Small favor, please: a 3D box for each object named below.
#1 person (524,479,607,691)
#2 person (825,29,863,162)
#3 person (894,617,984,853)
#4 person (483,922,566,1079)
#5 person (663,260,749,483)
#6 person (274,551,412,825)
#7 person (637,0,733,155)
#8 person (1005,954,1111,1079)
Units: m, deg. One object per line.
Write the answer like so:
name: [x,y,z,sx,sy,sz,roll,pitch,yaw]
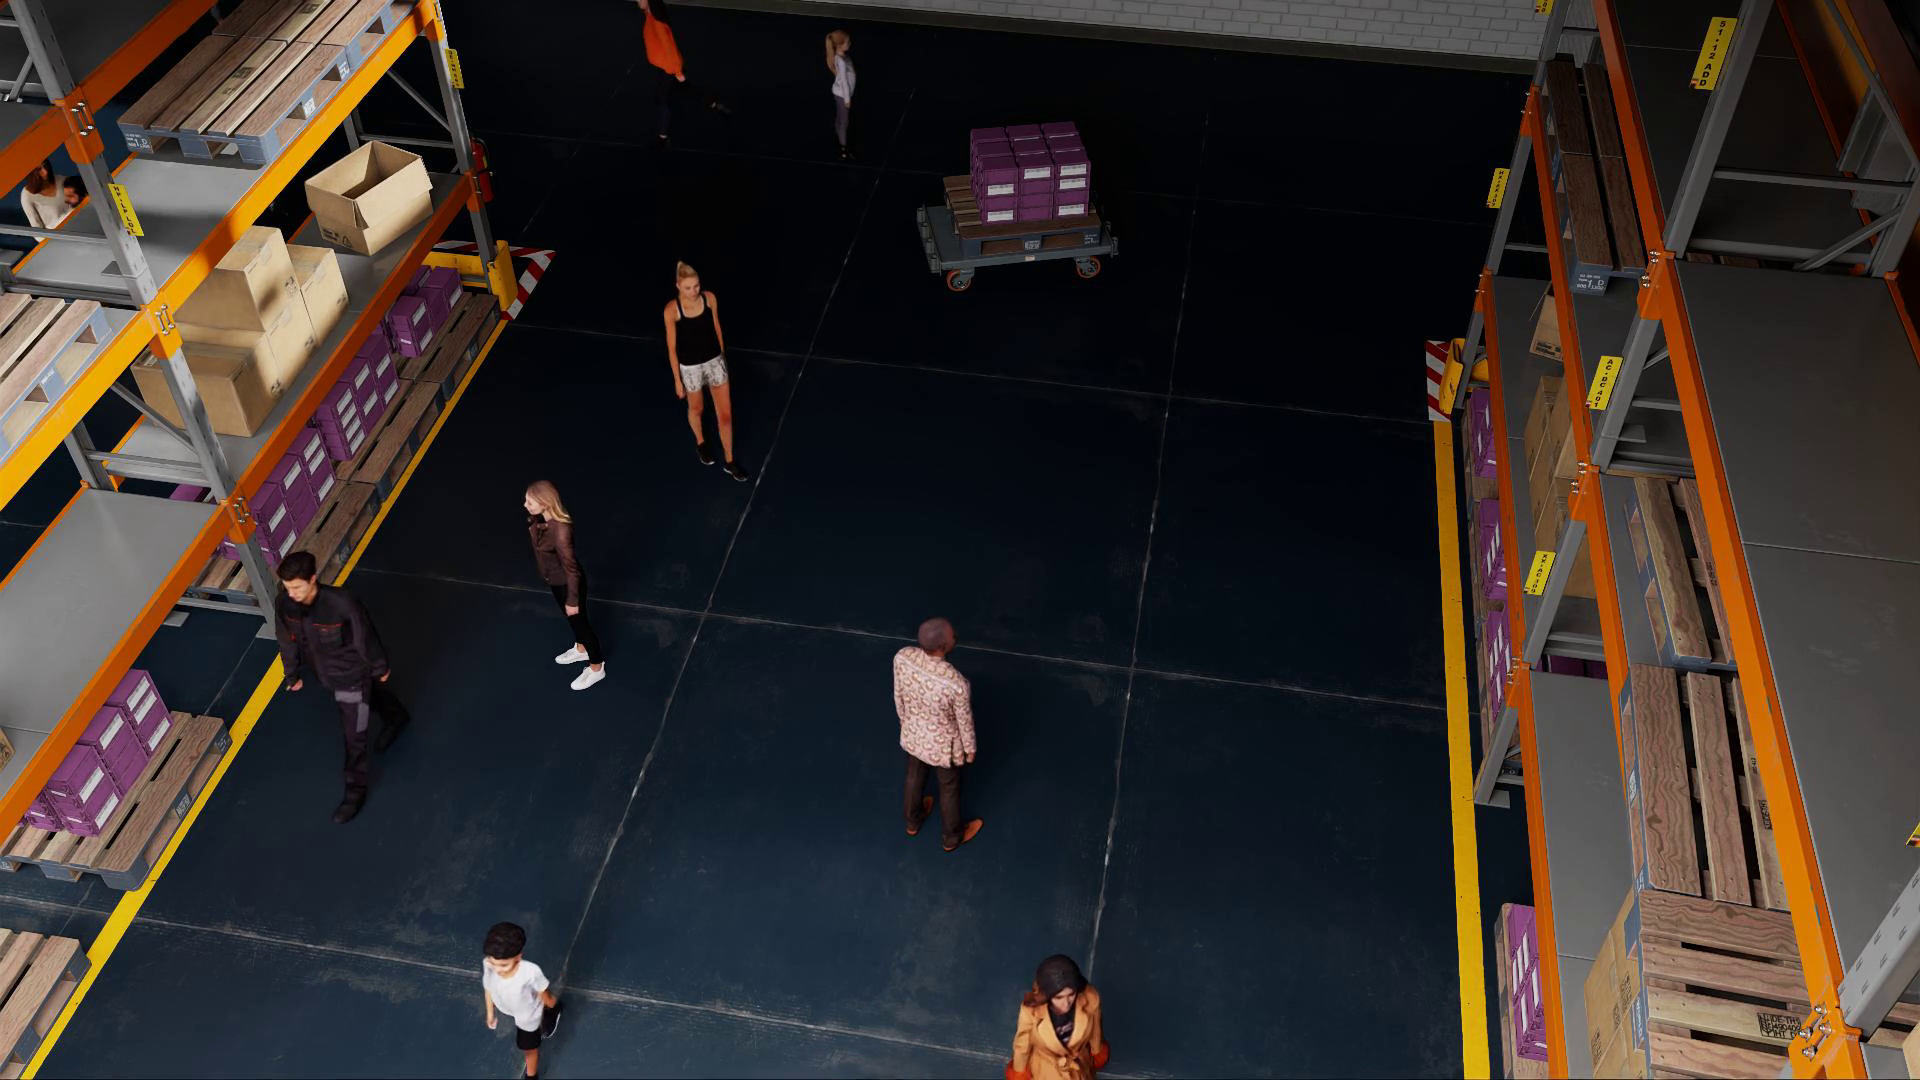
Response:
person: [-2.530,0.262,10.679,0.730,1.704,0.646,-21,48,-21]
person: [-1.115,-4.217,15.688,0.609,1.279,0.515,-7,44,-7]
person: [-0.151,1.132,9.691,0.772,1.807,0.740,24,49,23]
person: [-2.301,2.369,8.807,0.569,1.236,0.906,13,45,13]
person: [-1.956,-1.330,12.264,0.901,1.824,0.983,-22,48,-21]
person: [-3.690,0.701,10.078,0.826,1.897,1.253,12,45,12]
person: [-2.646,-4.448,15.618,1.044,1.711,1.149,-10,45,-11]
person: [0.455,2.547,8.278,0.855,1.708,0.956,-7,44,-7]
